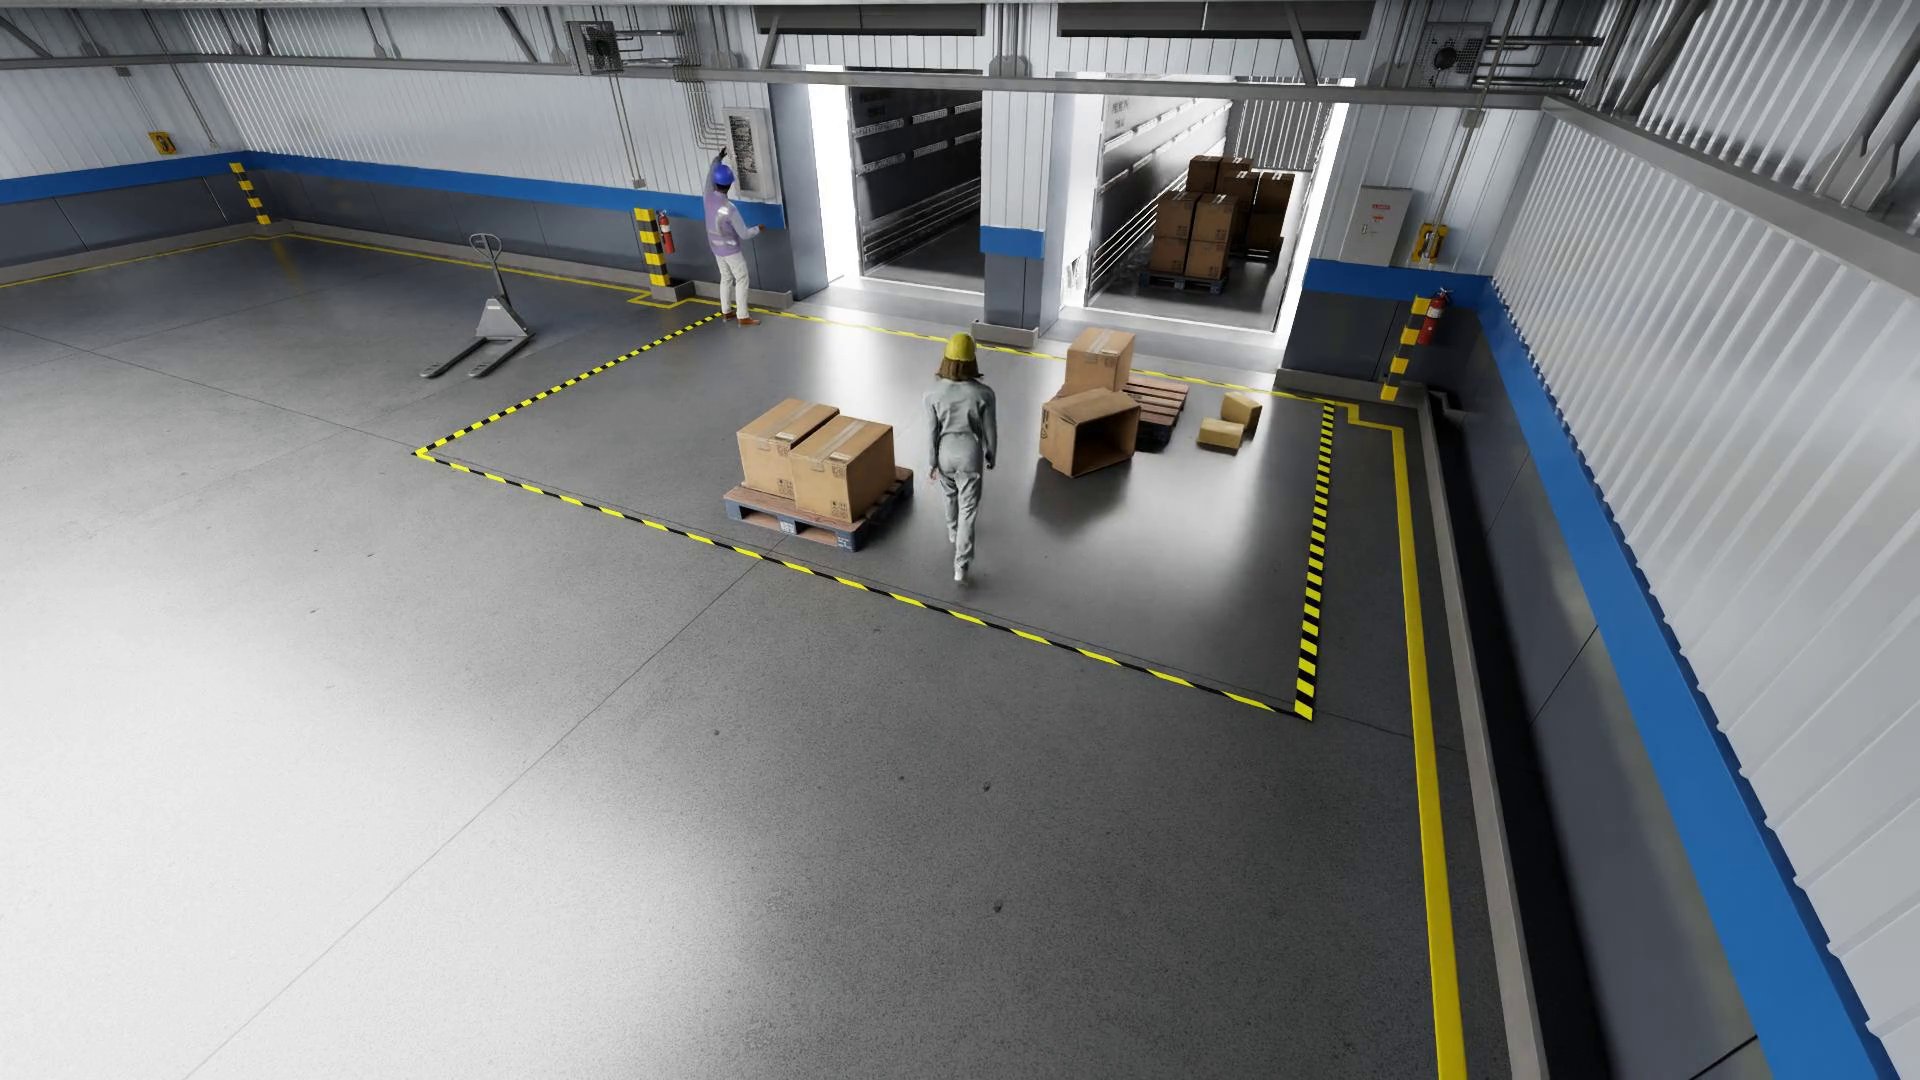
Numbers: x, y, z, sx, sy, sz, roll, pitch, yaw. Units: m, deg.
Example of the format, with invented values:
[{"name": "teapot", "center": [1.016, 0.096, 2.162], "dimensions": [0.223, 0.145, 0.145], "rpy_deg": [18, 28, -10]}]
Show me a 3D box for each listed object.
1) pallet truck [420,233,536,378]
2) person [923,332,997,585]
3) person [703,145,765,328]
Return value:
[{"name": "pallet truck", "center": [-5.664, -2.712, 8.427], "dimensions": [0.680, 1.201, 1.601], "rpy_deg": [0, 35, -1]}, {"name": "person", "center": [0.001, -0.536, 4.992], "dimensions": [0.491, 1.697, 0.924], "rpy_deg": [2, 36, 3]}, {"name": "person", "center": [-2.868, -3.808, 9.303], "dimensions": [0.927, 2.012, 0.739], "rpy_deg": [28, 44, 34]}]
